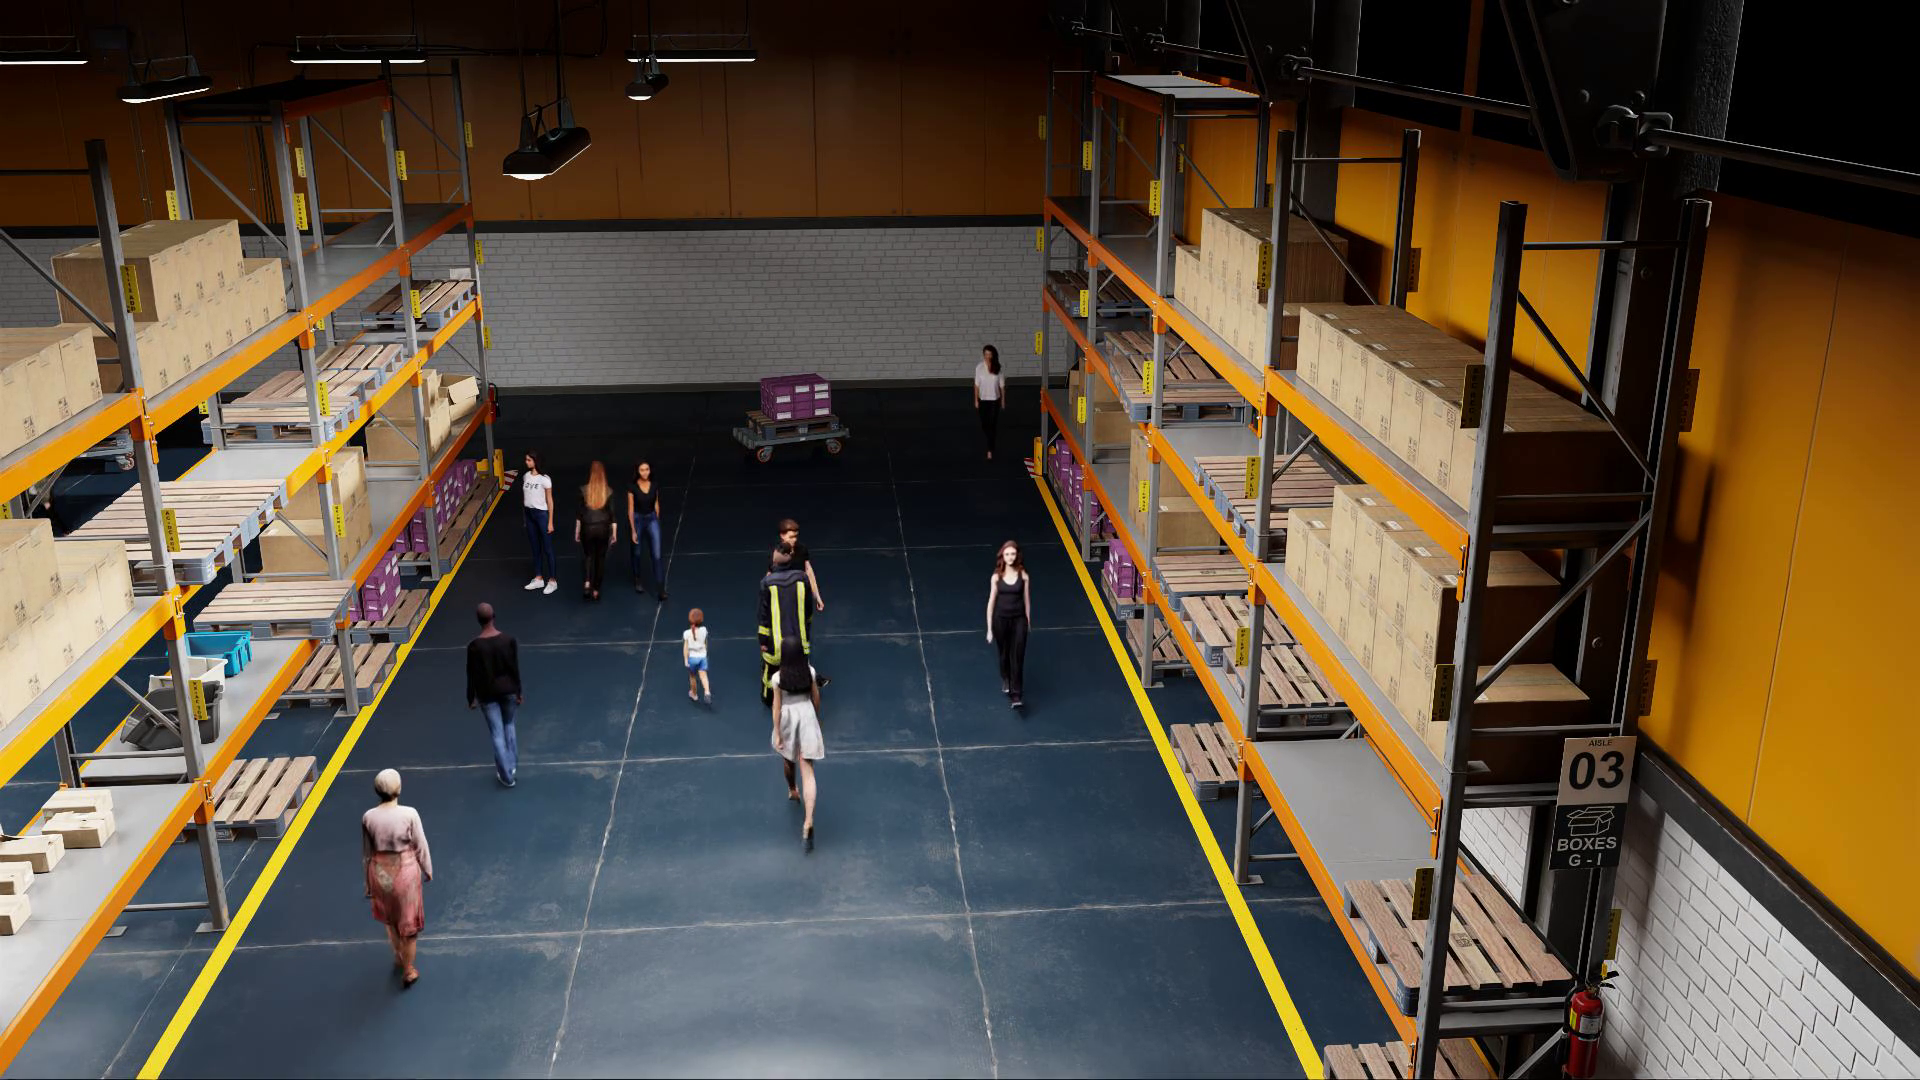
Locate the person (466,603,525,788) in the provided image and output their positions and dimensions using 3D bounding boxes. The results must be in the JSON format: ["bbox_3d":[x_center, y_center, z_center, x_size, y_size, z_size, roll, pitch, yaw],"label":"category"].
[{"bbox_3d":[-4.156,1.421,15.001,0.776,1.735,0.856,-10,21,-27],"label":"person"}]

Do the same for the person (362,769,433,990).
[{"bbox_3d":[-4.063,2.476,11.960,0.636,1.676,0.691,-3,19,-9],"label":"person"}]

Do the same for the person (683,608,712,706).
[{"bbox_3d":[-2.643,1.195,16.815,0.563,1.004,0.726,-10,21,-27],"label":"person"}]

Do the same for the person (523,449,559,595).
[{"bbox_3d":[-5.015,-0.242,19.873,0.671,1.775,0.699,10,21,28],"label":"person"}]

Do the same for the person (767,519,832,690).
[{"bbox_3d":[-1.824,0.644,17.204,1.254,1.800,1.221,14,23,35],"label":"person"}]

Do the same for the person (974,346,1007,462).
[{"bbox_3d":[0.467,-2.114,25.461,0.808,1.758,1.189,3,19,7],"label":"person"}]

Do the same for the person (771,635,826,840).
[{"bbox_3d":[-1.356,1.710,14.166,0.702,1.718,1.251,-4,19,-12],"label":"person"}]

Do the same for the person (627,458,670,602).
[{"bbox_3d":[-3.785,-0.139,19.708,0.905,1.686,1.235,-9,21,-26],"label":"person"}]

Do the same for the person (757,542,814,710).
[{"bbox_3d":[-1.674,0.929,16.304,1.046,1.834,1.260,-10,21,-26],"label":"person"}]

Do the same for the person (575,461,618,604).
[{"bbox_3d":[-4.268,-0.051,19.450,0.663,1.684,0.685,-2,19,-6],"label":"person"}]

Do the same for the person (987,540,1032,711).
[{"bbox_3d":[0.493,0.818,16.856,0.639,1.693,1.108,-1,19,-3],"label":"person"}]
